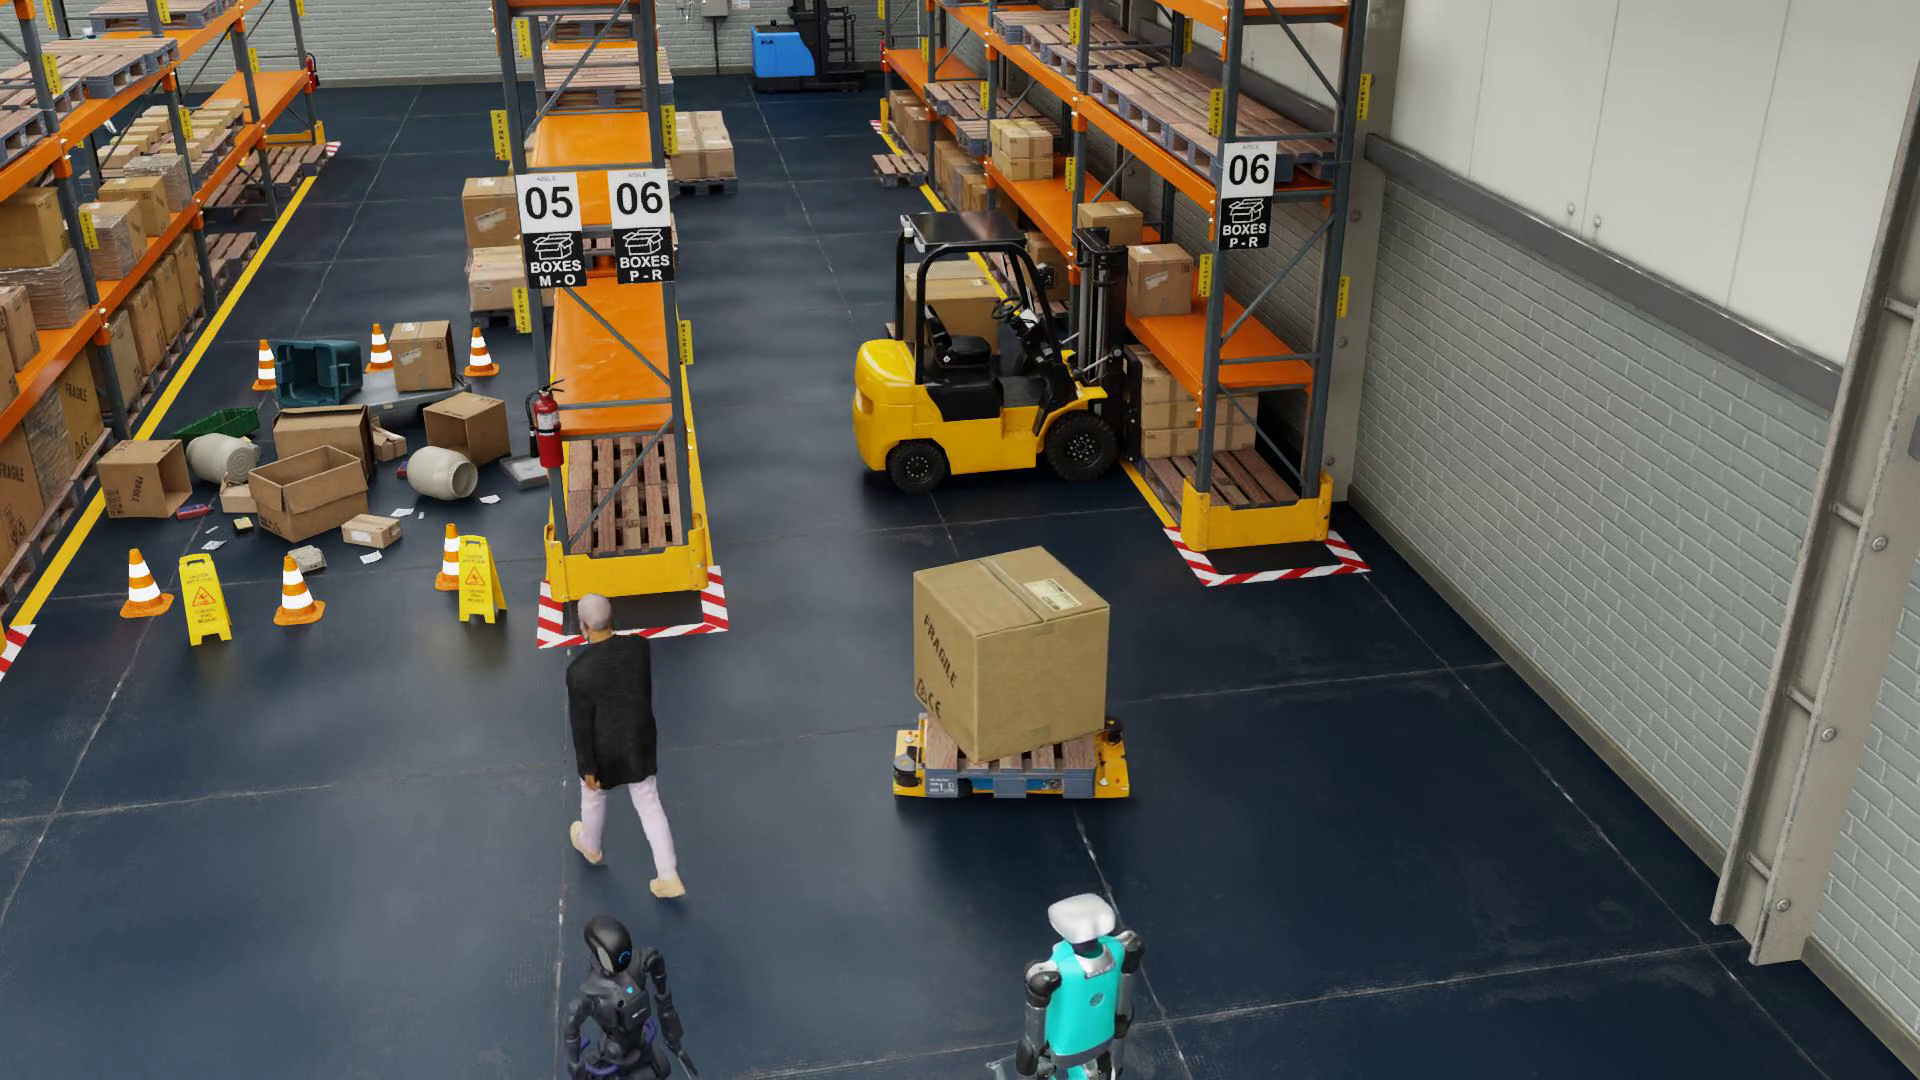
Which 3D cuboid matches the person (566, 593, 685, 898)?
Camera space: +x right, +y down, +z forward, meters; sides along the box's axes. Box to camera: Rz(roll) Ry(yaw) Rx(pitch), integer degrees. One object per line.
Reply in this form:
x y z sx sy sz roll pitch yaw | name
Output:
-1.877 1.097 9.054 0.542 1.827 0.914 -19 32 -34 | person

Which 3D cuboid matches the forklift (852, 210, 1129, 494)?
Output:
0.216 -1.659 14.366 2.313 2.155 1.214 -5 26 -10 | forklift

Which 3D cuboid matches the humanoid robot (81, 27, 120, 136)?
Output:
-14.027 -7.450 27.011 0.544 1.764 1.037 -23 34 -39 | humanoid robot

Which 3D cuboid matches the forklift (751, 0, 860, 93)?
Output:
-2.872 -9.679 30.288 1.873 2.768 1.129 -5 26 -10 | forklift

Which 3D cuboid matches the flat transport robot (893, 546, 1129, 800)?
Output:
0.312 1.343 10.332 1.431 0.231 0.659 0 26 1 | flat transport robot

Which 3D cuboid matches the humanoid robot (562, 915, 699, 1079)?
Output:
-1.417 2.197 6.928 0.451 1.647 0.588 18 31 33 | humanoid robot

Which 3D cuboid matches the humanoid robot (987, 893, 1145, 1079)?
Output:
0.361 2.131 6.921 0.551 1.748 0.675 -15 29 -28 | humanoid robot
